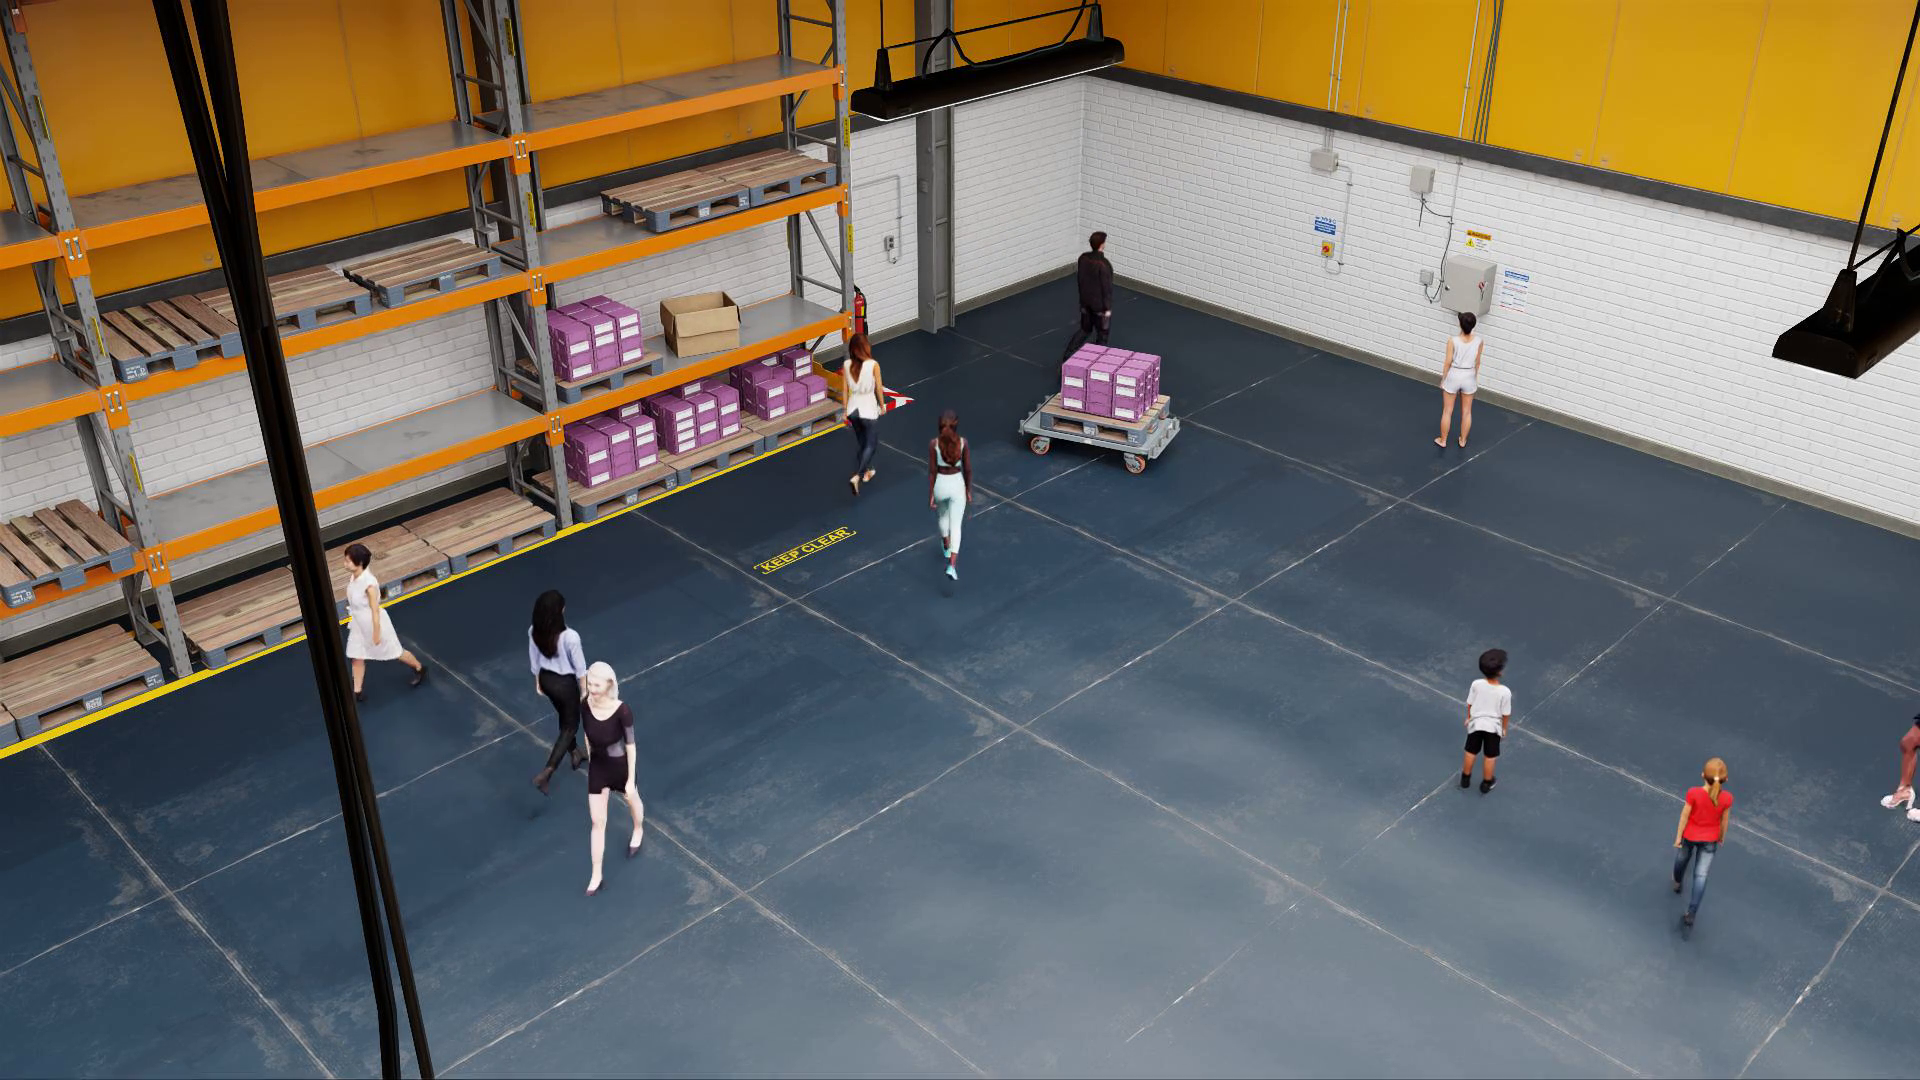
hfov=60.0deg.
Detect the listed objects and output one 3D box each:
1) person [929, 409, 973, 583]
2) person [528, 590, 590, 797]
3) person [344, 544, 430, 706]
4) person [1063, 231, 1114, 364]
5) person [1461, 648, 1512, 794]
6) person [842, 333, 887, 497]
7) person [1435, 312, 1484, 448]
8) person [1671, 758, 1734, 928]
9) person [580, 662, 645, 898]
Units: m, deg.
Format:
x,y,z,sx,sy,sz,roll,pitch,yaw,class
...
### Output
x,y,z,sx,sy,sz,roll,pitch,yaw,class
-0.102,-0.398,16.068,1.107,1.681,1.189,1,29,3,person
-3.195,1.221,13.057,0.908,1.722,1.143,11,31,20,person
-4.946,0.709,14.209,1.011,1.519,0.549,-24,37,-37,person
1.596,-2.896,20.506,0.985,1.818,0.702,-25,37,-38,person
4.165,1.430,13.159,0.536,1.257,0.549,15,32,25,person
-1.059,-1.311,17.656,0.820,1.763,1.050,10,30,18,person
5.631,-1.800,18.723,0.669,1.600,0.725,1,29,2,person
5.262,2.154,11.801,0.732,1.288,0.961,10,30,17,person
-2.499,1.646,12.208,0.991,1.789,1.203,6,29,11,person
